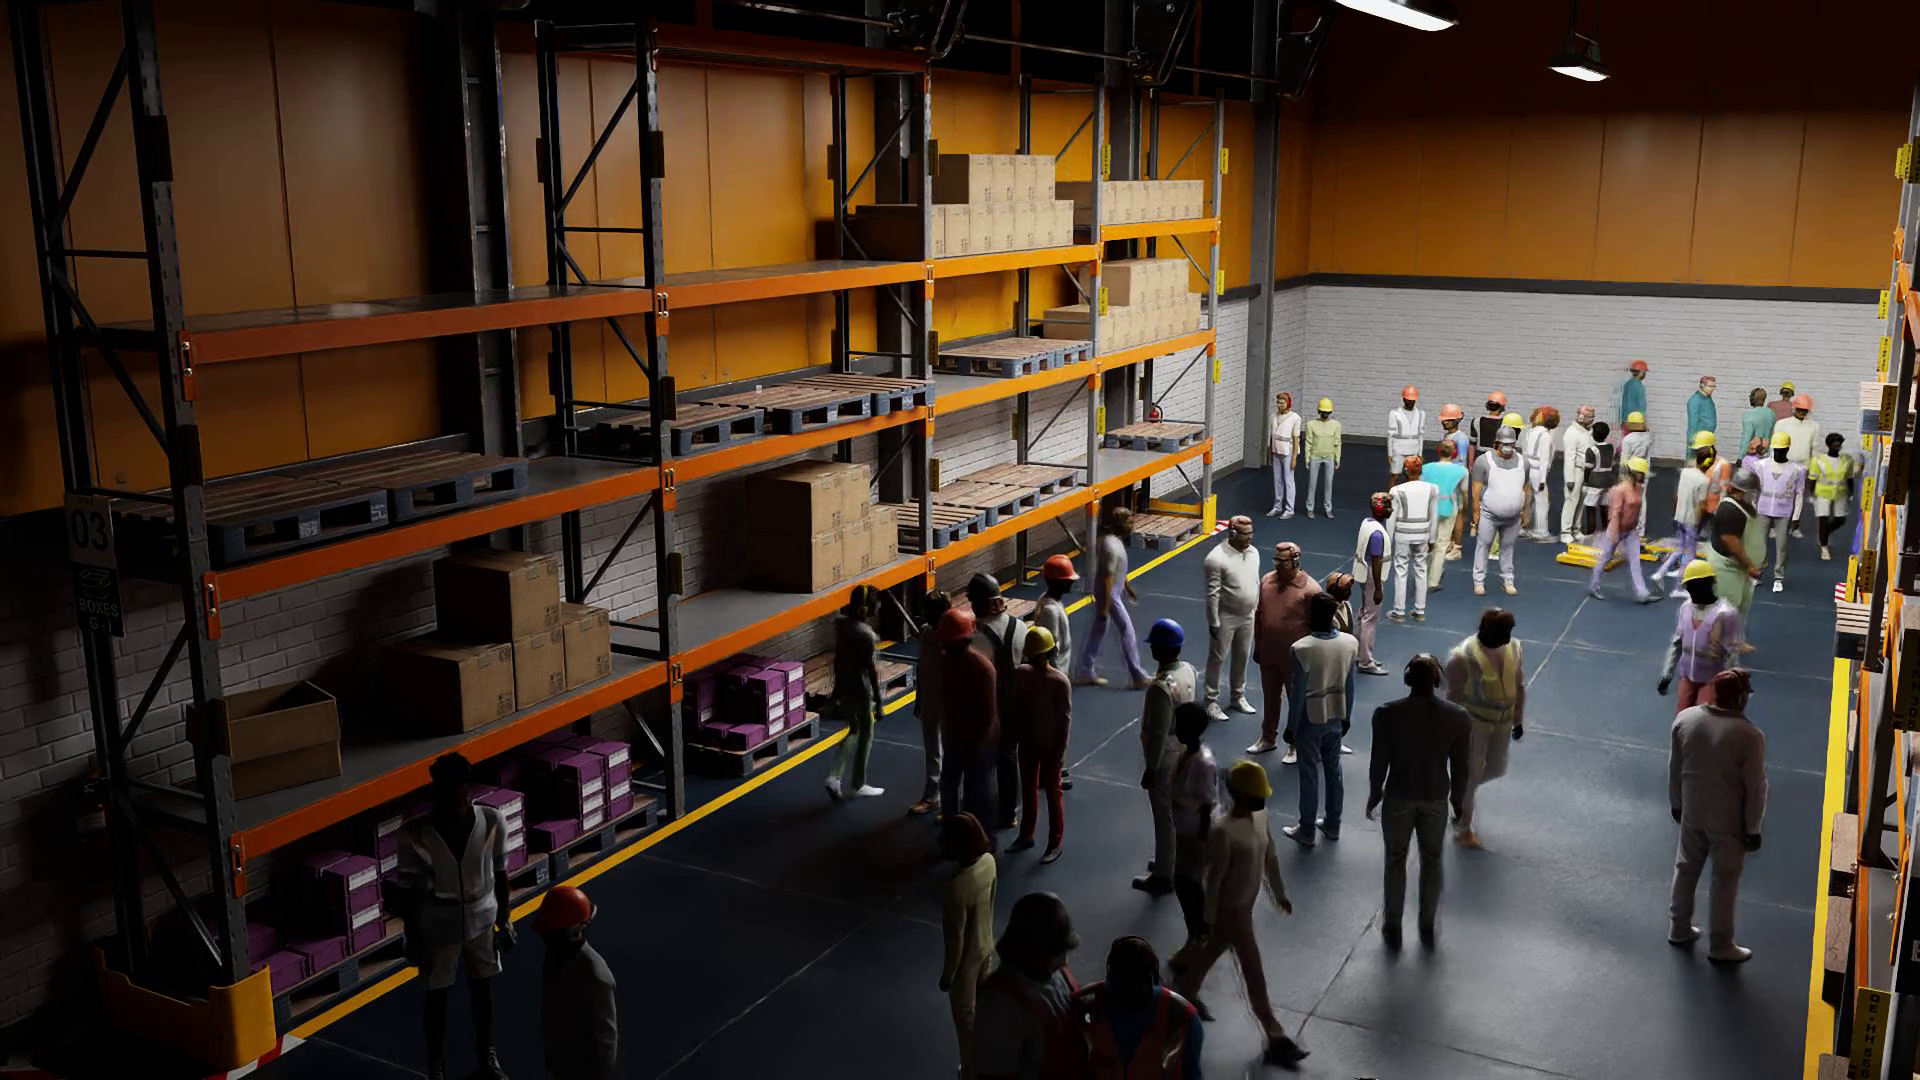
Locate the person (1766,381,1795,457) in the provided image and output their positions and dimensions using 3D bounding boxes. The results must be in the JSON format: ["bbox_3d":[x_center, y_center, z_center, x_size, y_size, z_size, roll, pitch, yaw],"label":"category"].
[{"bbox_3d":[12.791,-1.594,25.900,0.533,1.752,0.342,6,14,25],"label":"person"}]

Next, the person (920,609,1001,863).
[{"bbox_3d":[0.048,1.435,11.961,0.728,1.964,0.629,-11,17,-40],"label":"person"}]

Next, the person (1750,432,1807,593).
[{"bbox_3d":[9.742,-0.339,19.884,0.590,1.927,0.367,10,16,38],"label":"person"}]

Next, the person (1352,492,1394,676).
[{"bbox_3d":[4.121,0.422,16.657,0.372,1.843,0.570,1,13,5],"label":"person"}]

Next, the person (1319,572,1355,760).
[{"bbox_3d":[3.186,1.073,14.232,0.313,1.634,0.514,11,17,40],"label":"person"}]

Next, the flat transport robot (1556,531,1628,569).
[{"bbox_3d":[8.362,0.115,21.588,0.652,0.197,1.431,11,17,42],"label":"flat transport robot"}]

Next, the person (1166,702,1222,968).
[{"bbox_3d":[1.425,1.870,10.609,0.491,1.653,0.580,-2,13,-10],"label":"person"}]

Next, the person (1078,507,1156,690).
[{"bbox_3d":[1.576,0.568,16.097,0.894,1.805,0.525,-1,13,-3],"label":"person"}]

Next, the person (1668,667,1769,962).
[{"bbox_3d":[4.855,1.736,10.641,0.403,1.906,0.652,-7,15,-30],"label":"person"}]

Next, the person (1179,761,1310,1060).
[{"bbox_3d":[1.627,2.072,9.575,0.941,1.712,0.521,9,16,36],"label":"person"}]

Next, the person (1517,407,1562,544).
[{"bbox_3d":[7.850,-0.870,22.453,0.632,1.862,0.576,0,13,-1],"label":"person"}]

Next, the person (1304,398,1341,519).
[{"bbox_3d":[5.230,-1.172,23.996,0.525,1.760,0.340,0,13,1],"label":"person"}]

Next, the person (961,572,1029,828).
[{"bbox_3d":[0.184,1.225,12.625,0.681,2.000,0.535,-8,15,-33],"label":"person"}]

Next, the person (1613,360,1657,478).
[{"bbox_3d":[10.966,-1.969,27.148,0.900,1.956,0.634,1,13,3],"label":"person"}]

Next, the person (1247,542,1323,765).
[{"bbox_3d":[2.753,0.949,14.162,0.406,1.906,0.654,-12,17,-42],"label":"person"}]

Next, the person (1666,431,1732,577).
[{"bbox_3d":[9.137,-0.395,20.283,0.554,1.875,0.773,-6,14,-24],"label":"person"}]

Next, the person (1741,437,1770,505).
[{"bbox_3d":[10.143,-0.514,21.335,0.321,1.631,0.527,1,13,5],"label":"person"}]

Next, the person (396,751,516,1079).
[{"bbox_3d":[-2.712,2.078,8.989,0.600,1.959,0.376,-7,14,-28],"label":"person"}]

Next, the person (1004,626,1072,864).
[{"bbox_3d":[0.572,1.478,12.118,0.522,1.767,0.316,11,17,40],"label":"person"}]

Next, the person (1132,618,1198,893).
[{"bbox_3d":[1.441,1.496,11.621,0.387,1.949,0.602,7,14,27],"label":"person"}]

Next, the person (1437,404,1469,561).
[{"bbox_3d":[6.317,-0.749,21.486,0.416,2.034,0.609,-1,13,-5],"label":"person"}]

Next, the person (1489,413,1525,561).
[{"bbox_3d":[7.031,-0.684,21.454,0.398,1.920,0.586,3,13,14],"label":"person"}]

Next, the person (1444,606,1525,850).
[{"bbox_3d":[3.902,1.356,12.584,0.664,1.822,0.631,-5,13,-21],"label":"person"}]

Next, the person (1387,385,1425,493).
[{"bbox_3d":[6.467,-1.285,24.100,0.552,1.932,0.377,-2,13,-7],"label":"person"}]

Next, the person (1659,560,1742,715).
[{"bbox_3d":[6.011,1.116,13.471,0.424,1.897,0.641,-6,14,-26],"label":"person"}]

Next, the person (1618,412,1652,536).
[{"bbox_3d":[9.277,-0.903,22.900,0.497,1.714,0.444,-5,13,-20],"label":"person"}]

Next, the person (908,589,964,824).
[{"bbox_3d":[-0.163,1.274,12.847,0.513,1.845,0.334,12,17,43],"label":"person"}]

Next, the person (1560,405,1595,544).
[{"bbox_3d":[8.331,-0.876,22.374,0.400,1.896,0.653,11,17,41],"label":"person"}]

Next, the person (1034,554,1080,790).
[{"bbox_3d":[0.774,1.062,13.586,0.379,1.937,0.547,0,13,1],"label":"person"}]

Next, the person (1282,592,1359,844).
[{"bbox_3d":[2.693,1.329,12.433,0.600,1.917,0.377,-6,14,-26],"label":"person"}]

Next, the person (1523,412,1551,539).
[{"bbox_3d":[7.933,-0.901,22.817,0.320,1.742,0.496,8,15,31],"label":"person"}]

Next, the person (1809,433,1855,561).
[{"bbox_3d":[11.249,-0.583,21.535,0.570,1.671,0.539,2,13,10],"label":"person"}]

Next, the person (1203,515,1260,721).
[{"bbox_3d":[2.529,0.704,15.292,0.651,1.899,0.400,-8,15,-33],"label":"person"}]

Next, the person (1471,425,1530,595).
[{"bbox_3d":[6.417,-0.353,19.691,0.684,2.000,0.538,-1,13,-3],"label":"person"}]

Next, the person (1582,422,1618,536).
[{"bbox_3d":[8.517,-0.734,22.182,0.536,1.689,0.323,-6,14,-25],"label":"person"}]

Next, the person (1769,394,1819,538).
[{"bbox_3d":[11.397,-1.012,22.743,0.623,1.992,0.396,1,13,3],"label":"person"}]

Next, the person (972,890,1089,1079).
[{"bbox_3d":[0.354,2.446,7.156,0.536,2.000,0.689,5,14,22],"label":"person"}]

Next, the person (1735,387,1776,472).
[{"bbox_3d":[11.337,-1.214,23.775,0.635,1.938,0.359,-7,14,-29],"label":"person"}]

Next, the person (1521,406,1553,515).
[{"bbox_3d":[8.349,-1.138,24.168,0.342,1.621,0.491,-3,13,-14],"label":"person"}]

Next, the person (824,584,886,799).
[{"bbox_3d":[-0.834,1.218,13.139,0.541,1.831,0.579,-11,17,-41],"label":"person"}]

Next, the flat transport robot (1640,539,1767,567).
[{"bbox_3d":[9.454,0.190,21.252,1.431,0.197,0.652,11,17,42],"label":"flat transport robot"}]

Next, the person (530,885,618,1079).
[{"bbox_3d":[-1.813,2.443,7.814,0.334,1.753,0.562,-10,16,-38],"label":"person"}]

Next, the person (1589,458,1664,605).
[{"bbox_3d":[7.744,-0.090,19.248,0.566,1.702,0.932,-7,14,-27],"label":"person"}]

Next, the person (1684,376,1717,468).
[{"bbox_3d":[11.319,-1.557,25.401,0.406,1.902,0.637,11,17,42],"label":"person"}]

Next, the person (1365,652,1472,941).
[{"bbox_3d":[2.973,1.682,10.835,0.653,1.935,0.495,2,13,8],"label":"person"}]

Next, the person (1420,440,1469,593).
[{"bbox_3d":[5.841,-0.310,20.024,0.561,1.799,0.902,10,16,37],"label":"person"}]

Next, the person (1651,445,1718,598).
[{"bbox_3d":[8.520,-0.206,19.480,0.501,1.842,0.565,-2,13,-11],"label":"person"}]

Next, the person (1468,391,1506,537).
[{"bbox_3d":[7.242,-1.018,22.696,0.612,2.033,0.411,9,15,34],"label":"person"}]

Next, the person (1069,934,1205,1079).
[{"bbox_3d":[0.711,2.555,7.114,0.632,1.846,0.429,2,13,10],"label":"person"}]

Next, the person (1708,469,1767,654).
[{"bbox_3d":[8.007,0.221,17.118,0.547,2.000,0.706,12,17,42],"label":"person"}]

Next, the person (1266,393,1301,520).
[{"bbox_3d":[4.695,-1.223,24.045,0.388,1.838,0.562,-8,15,-31],"label":"person"}]

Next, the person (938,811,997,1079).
[{"bbox_3d":[0.035,2.245,8.977,0.267,1.631,0.509,6,14,26],"label":"person"}]

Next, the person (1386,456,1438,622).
[{"bbox_3d":[5.012,-0.008,18.516,0.584,1.878,0.362,-2,13,-8],"label":"person"}]
